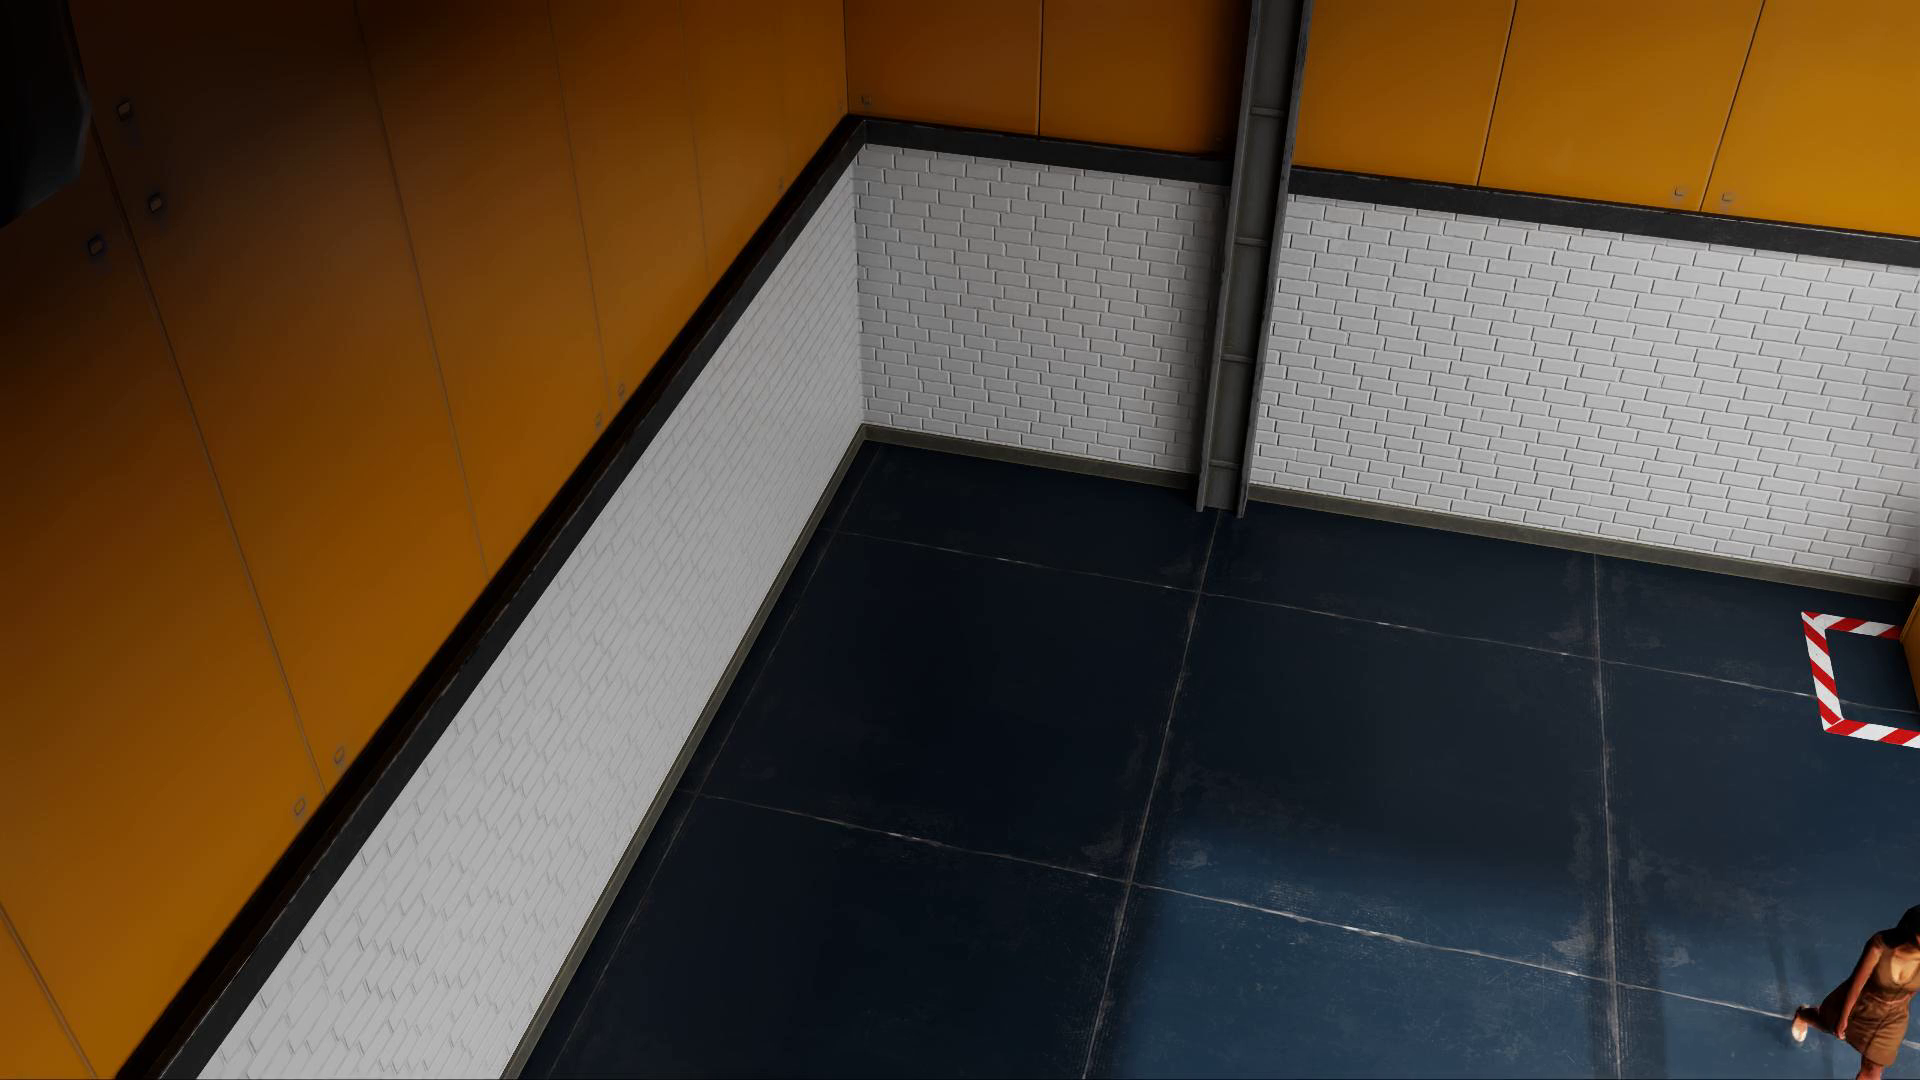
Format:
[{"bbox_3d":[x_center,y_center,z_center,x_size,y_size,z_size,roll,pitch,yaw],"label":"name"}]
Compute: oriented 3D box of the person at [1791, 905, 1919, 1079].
[{"bbox_3d":[4.917,2.502,9.077,1.041,1.653,0.696,6,39,7],"label":"person"}]
